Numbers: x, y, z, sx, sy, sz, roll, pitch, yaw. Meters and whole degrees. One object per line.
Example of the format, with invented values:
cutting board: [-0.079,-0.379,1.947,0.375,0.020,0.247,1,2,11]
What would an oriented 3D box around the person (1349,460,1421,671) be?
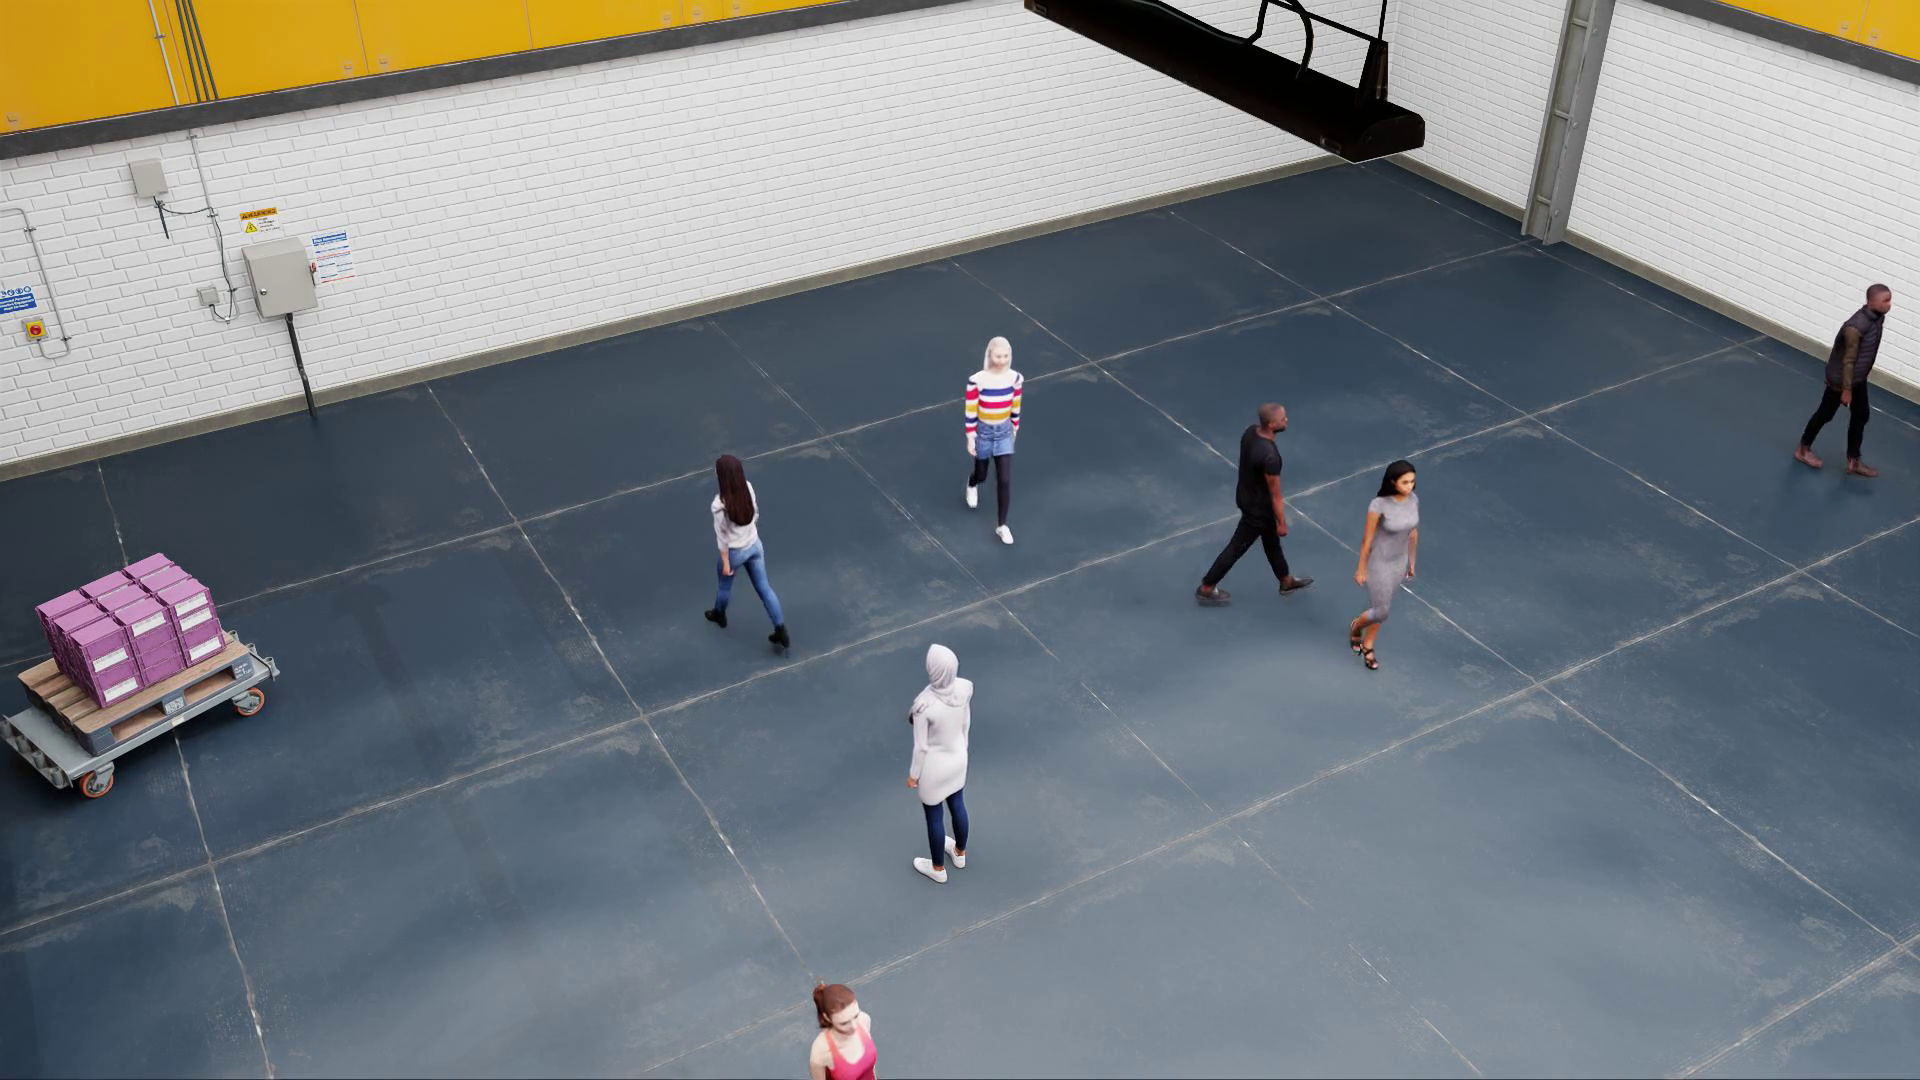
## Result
person: [3.074,0.159,12.258,0.616,1.772,0.664,-15,36,-21]

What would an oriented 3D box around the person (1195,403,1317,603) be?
person: [2.203,-0.226,12.843,1.095,1.765,1.253,-3,34,-4]

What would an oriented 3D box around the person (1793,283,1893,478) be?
person: [7.726,-1.444,14.632,0.806,1.813,0.985,-23,40,-30]

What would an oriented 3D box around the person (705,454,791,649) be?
person: [-1.572,0.129,12.470,1.146,1.587,0.874,25,41,32]

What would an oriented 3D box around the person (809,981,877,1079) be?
person: [-0.605,2.799,8.319,0.791,1.734,0.685,26,42,34]

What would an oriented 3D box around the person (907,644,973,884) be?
person: [-0.114,1.397,10.392,0.656,1.775,0.587,-25,41,-33]

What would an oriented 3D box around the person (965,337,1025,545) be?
person: [0.237,-0.889,13.826,0.862,1.781,1.166,-8,34,-12]
